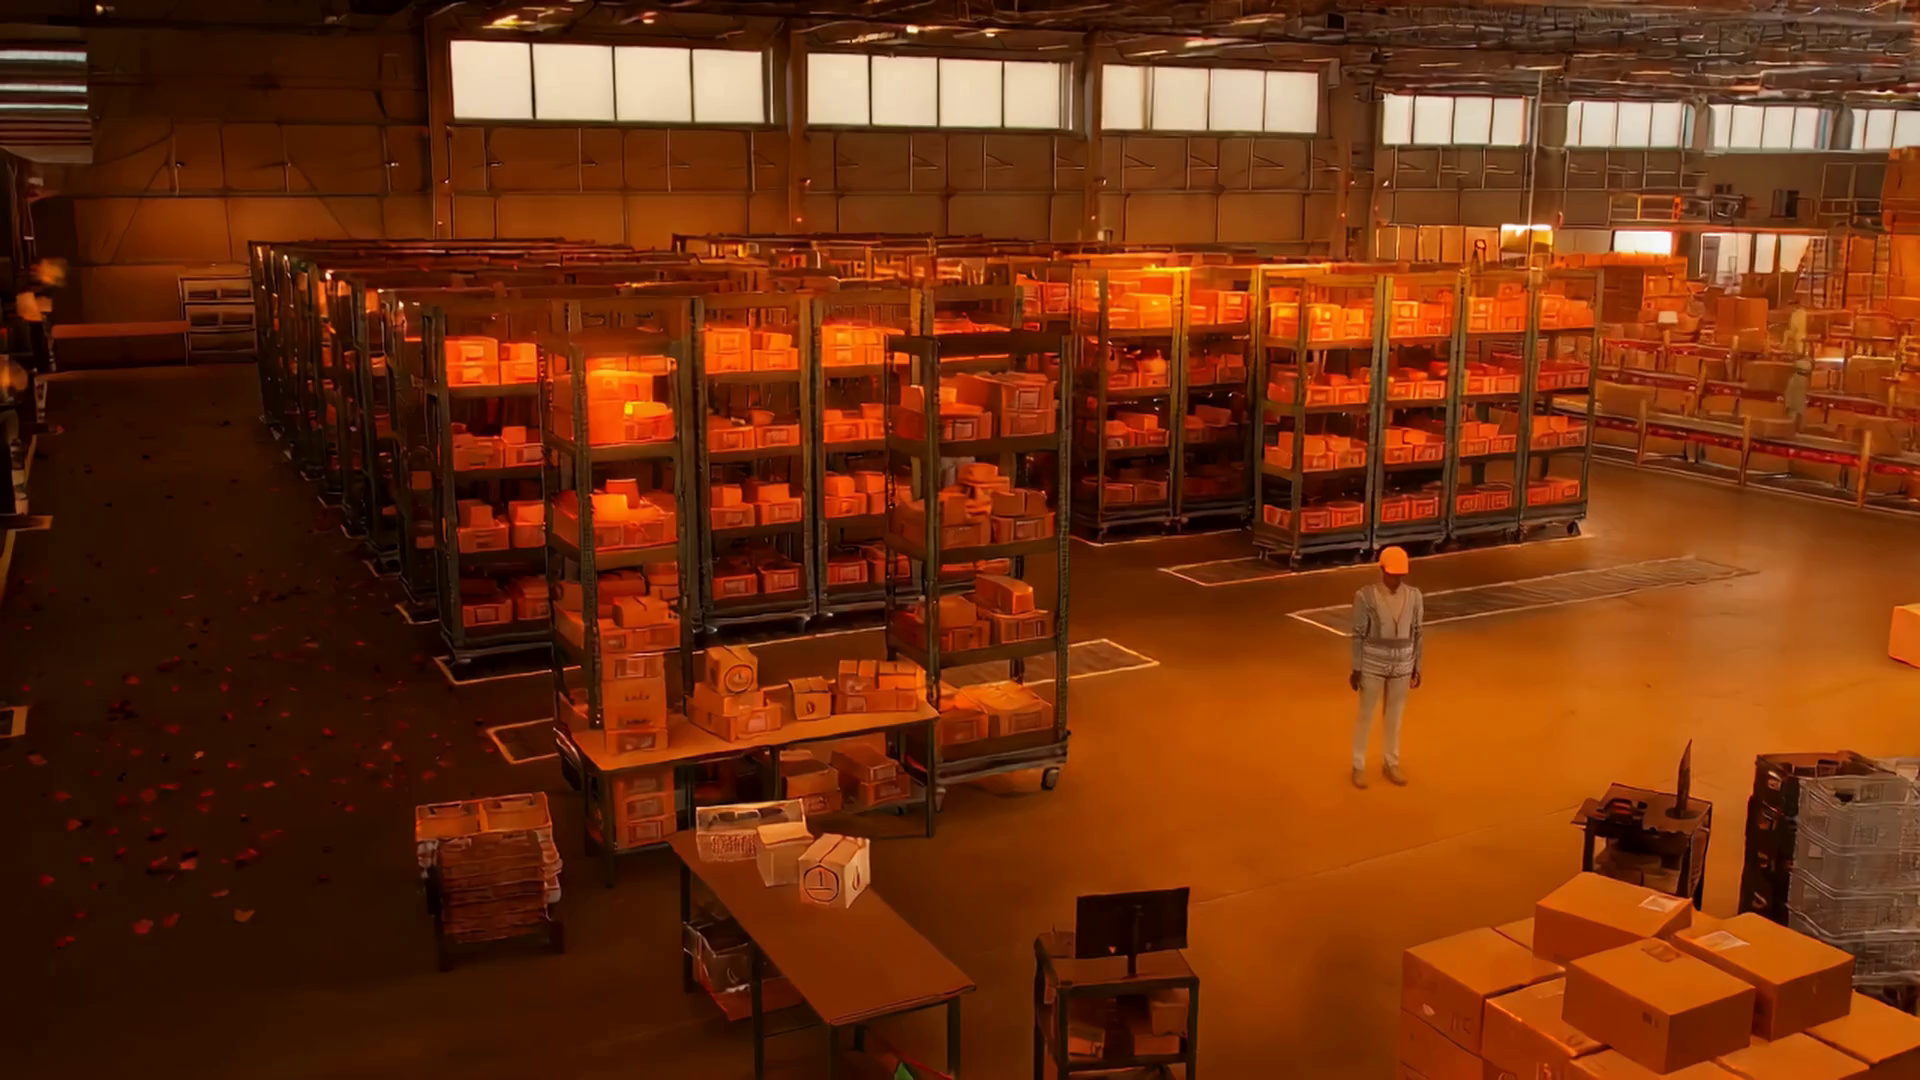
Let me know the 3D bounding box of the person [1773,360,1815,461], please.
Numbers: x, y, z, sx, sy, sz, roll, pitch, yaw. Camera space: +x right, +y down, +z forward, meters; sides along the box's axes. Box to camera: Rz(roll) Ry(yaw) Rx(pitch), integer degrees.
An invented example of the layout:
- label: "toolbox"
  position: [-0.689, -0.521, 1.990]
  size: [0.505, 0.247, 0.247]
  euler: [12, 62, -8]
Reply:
- label: "person"
  position: [14.498, -2.272, 28.872]
  size: [0.541, 1.720, 0.918]
  euler: [-11, 16, -41]

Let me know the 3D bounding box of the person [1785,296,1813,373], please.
- label: "person"
  position: [20.634, -4.999, 40.930]
  size: [0.620, 2.019, 0.858]
  euler: [-10, 16, -39]

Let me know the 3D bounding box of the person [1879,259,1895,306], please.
- label: "person"
  position: [36.183, -10.027, 64.849]
  size: [0.506, 1.847, 0.345]
  euler: [-9, 15, -35]

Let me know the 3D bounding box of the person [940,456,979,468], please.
- label: "person"
  position: [-0.030, -0.608, 20.861]
  size: [0.602, 1.814, 0.560]
  euler: [-7, 14, -30]

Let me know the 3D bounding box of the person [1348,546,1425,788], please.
- label: "person"
  position: [3.353, 0.990, 13.076]
  size: [0.607, 1.947, 0.406]
  euler: [-2, 12, -10]

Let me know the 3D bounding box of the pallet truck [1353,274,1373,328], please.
- label: "pallet truck"
  position: [13.011, -8.050, 55.243]
  size: [0.823, 1.965, 1.885]
  euler: [-7, 14, -28]
